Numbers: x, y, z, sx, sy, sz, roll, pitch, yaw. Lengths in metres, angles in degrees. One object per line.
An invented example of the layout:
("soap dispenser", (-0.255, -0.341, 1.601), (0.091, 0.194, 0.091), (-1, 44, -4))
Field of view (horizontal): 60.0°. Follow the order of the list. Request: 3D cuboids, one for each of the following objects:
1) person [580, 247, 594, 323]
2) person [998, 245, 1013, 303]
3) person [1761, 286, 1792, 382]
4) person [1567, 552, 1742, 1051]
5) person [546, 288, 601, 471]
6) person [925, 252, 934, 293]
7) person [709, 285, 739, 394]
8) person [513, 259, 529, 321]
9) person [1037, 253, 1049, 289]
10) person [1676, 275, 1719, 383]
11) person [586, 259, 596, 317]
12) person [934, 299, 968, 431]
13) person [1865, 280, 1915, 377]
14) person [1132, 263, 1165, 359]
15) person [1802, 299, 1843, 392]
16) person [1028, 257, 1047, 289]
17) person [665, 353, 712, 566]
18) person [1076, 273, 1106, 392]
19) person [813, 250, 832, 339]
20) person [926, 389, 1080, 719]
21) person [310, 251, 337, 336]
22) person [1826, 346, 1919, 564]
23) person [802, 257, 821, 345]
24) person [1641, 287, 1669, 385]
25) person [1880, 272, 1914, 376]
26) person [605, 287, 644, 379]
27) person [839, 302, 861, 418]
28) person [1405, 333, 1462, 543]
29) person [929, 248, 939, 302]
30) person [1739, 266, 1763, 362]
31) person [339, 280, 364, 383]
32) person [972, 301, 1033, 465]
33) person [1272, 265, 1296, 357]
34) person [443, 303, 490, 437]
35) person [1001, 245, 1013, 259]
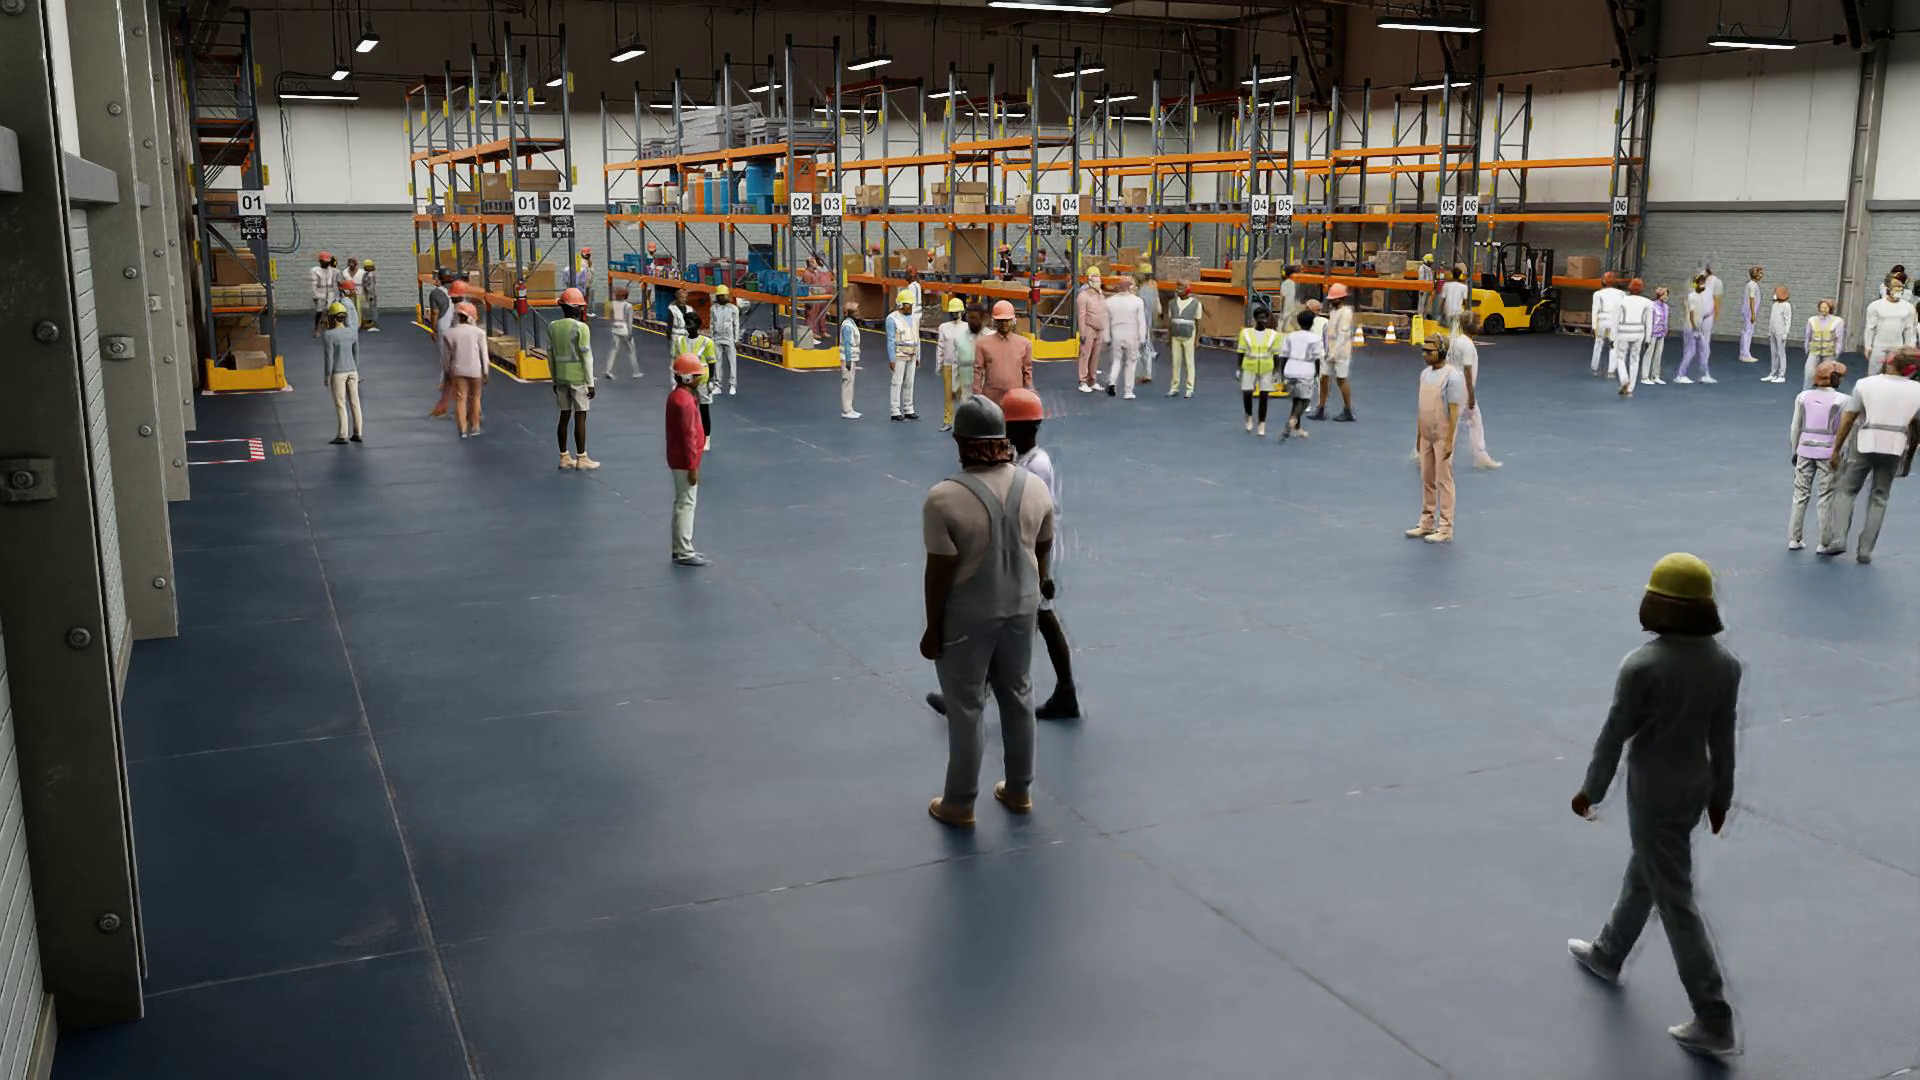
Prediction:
("person", (-9.829, -6.698, 43.727), (0.407, 1.987, 0.607), (-3, 11, -13))
("person", (1.180, -6.854, 44.414), (0.409, 2.028, 0.612), (5, 12, 22))
("person", (13.968, -3.506, 28.383), (0.274, 1.632, 0.503), (-1, 11, -3))
("person", (2.505, 0.887, 5.891), (0.499, 1.698, 0.892), (-5, 12, -24))
("person", (-4.328, -1.800, 18.672), (0.614, 2.041, 0.390), (7, 13, 31))
("person", (-0.889, -7.489, 48.318), (0.327, 1.753, 0.563), (1, 11, 6))
("person", (-3.753, -3.184, 26.467), (0.486, 1.744, 0.311), (2, 11, 11))
("person", (-11.749, -6.722, 44.407), (0.527, 1.763, 0.333), (-8, 13, -34))
("person", (2.365, -7.488, 48.387), (0.582, 1.726, 0.657), (-7, 13, -31))
("person", (12.542, -3.556, 28.137), (0.708, 1.831, 0.568), (9, 14, 38))
("person", (-10.370, -7.049, 46.394), (0.497, 1.633, 0.284), (8, 14, 37))
("person", (-0.077, -2.279, 21.868), (0.570, 1.755, 0.527), (3, 11, 14))
("person", (13.306, -2.761, 23.856), (0.634, 1.931, 0.365), (2, 11, 12))
("person", (3.705, -4.513, 32.874), (0.612, 1.872, 0.972), (-8, 14, -35))
("person", (12.600, -2.703, 24.343), (0.522, 1.614, 0.710), (8, 14, 37))
("person", (2.266, -7.420, 48.325), (0.554, 1.608, 0.408), (-3, 11, -13))
("person", (-2.227, -0.658, 13.637), (0.345, 1.746, 0.572), (-4, 12, -18))
("person", (2.154, -3.351, 26.902), (0.401, 1.910, 0.640), (10, 15, 41))
("person", (-3.190, -5.651, 38.251), (0.535, 2.000, 0.674), (8, 14, 35))
("person", (0.255, 0.097, 9.387), (0.944, 1.894, 0.558), (0, 11, 2))
("person", (-14.583, -5.602, 38.085), (0.623, 2.013, 0.833), (-10, 15, -42))
("person", (7.549, -0.693, 13.670), (0.684, 1.805, 0.415), (4, 12, 19))
("person", (-3.249, -5.261, 36.597), (0.409, 1.913, 0.650), (0, 11, 2))
("person", (11.736, -3.435, 28.039), (0.514, 1.634, 0.313), (-7, 13, -31))
("person", (16.291, -3.733, 28.971), (0.507, 1.863, 0.326), (1, 11, 3))
("person", (-5.908, -3.610, 29.000), (0.519, 1.601, 0.836), (6, 13, 28))
("person", (-1.552, -2.533, 23.449), (0.312, 1.630, 0.506), (1, 11, 4))
("person", (4.177, -0.896, 14.611), (0.345, 1.840, 0.503), (-4, 12, -22))
("person", (-0.879, -8.539, 53.634), (0.330, 1.765, 0.533), (-6, 13, -30))
("person", (15.341, -4.369, 32.233), (0.346, 1.846, 0.505), (3, 12, 17))
("person", (-10.342, -3.539, 28.250), (0.329, 1.751, 0.568), (-4, 12, -20))
("person", (0.439, -1.432, 16.926), (0.622, 1.994, 0.381), (-1, 11, -7))
("person", (6.573, -4.576, 33.316), (0.658, 1.841, 0.520), (10, 15, 41))
("person", (-6.364, -2.183, 21.443), (0.611, 1.719, 0.577), (-1, 11, -5))
("person", (1.407, -7.920, 50.073), (0.368, 1.927, 0.587), (1, 11, 5))
